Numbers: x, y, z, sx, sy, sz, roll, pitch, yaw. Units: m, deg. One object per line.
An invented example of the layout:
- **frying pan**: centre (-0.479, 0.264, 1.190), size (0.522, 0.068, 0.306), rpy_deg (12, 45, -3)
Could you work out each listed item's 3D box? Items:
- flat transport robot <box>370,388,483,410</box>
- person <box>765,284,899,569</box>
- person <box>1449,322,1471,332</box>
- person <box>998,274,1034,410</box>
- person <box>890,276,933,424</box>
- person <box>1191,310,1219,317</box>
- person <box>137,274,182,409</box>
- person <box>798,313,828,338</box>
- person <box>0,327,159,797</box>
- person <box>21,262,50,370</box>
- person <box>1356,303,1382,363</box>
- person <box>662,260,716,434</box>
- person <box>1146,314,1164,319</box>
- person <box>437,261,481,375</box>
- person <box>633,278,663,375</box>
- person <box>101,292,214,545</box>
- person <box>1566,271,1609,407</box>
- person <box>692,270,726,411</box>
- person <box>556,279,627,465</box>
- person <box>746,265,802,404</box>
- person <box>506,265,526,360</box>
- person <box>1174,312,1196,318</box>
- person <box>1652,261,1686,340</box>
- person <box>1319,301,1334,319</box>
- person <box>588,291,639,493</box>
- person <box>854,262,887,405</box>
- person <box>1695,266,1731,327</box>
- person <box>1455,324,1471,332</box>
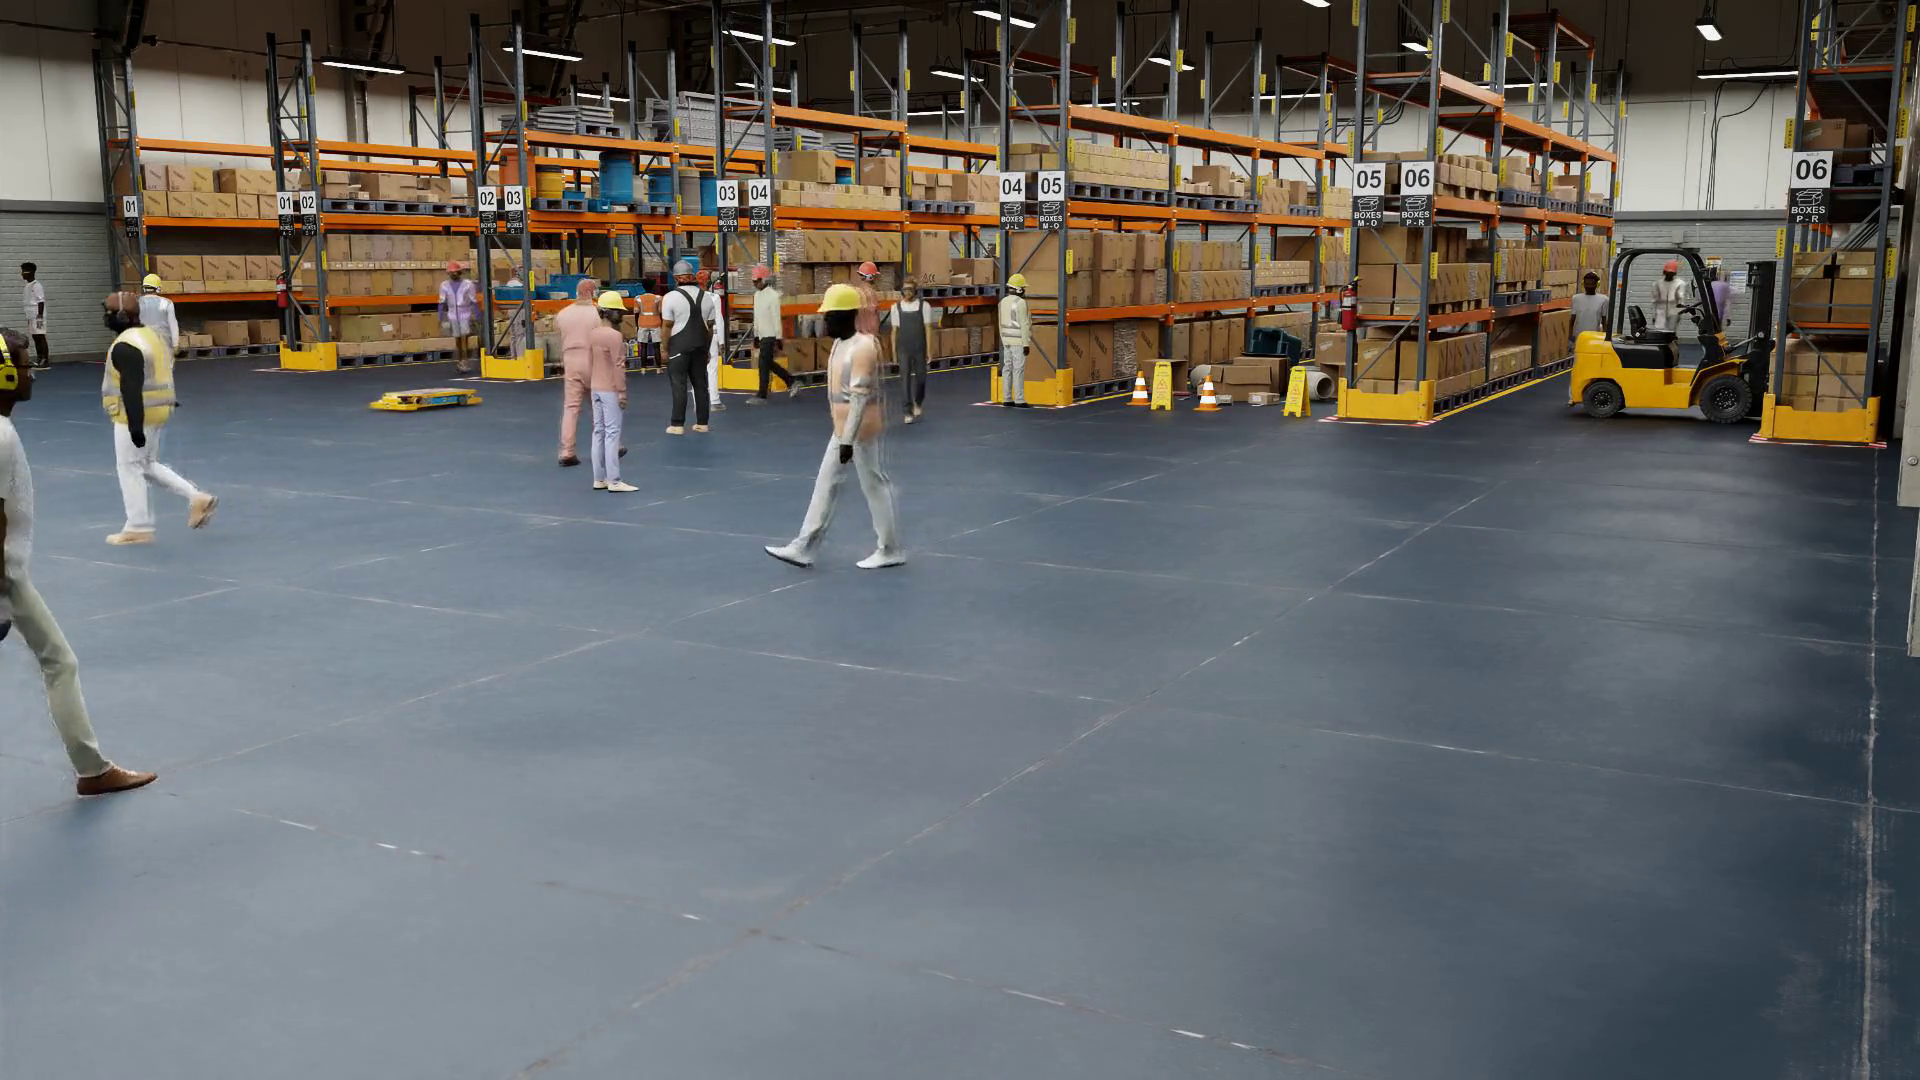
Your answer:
- **flat transport robot**: centre (-7.289, -1.941, 22.775), size (0.652, 0.197, 1.431), rpy_deg (5, 11, 28)
- **person**: centre (-0.811, -0.716, 10.875), size (0.944, 1.880, 0.617), rpy_deg (-4, 11, -24)
- **person**: centre (11.295, -5.255, 37.472), size (0.656, 1.890, 0.551), rpy_deg (-4, 10, -21)
- **person**: centre (0.769, -2.685, 22.562), size (0.403, 1.835, 0.587), rpy_deg (-6, 11, -32)
- **person**: centre (-0.606, -2.383, 20.807), size (0.526, 1.830, 0.715), rpy_deg (-1, 10, -3)
- **person**: centre (5.000, -4.656, 33.899), size (0.631, 1.899, 0.464), rpy_deg (7, 12, 34)
- **person**: centre (-10.897, -2.684, 22.562), size (0.600, 1.831, 0.404), rpy_deg (-1, 10, -8)
- **person**: centre (-2.576, -3.920, 29.533), size (0.626, 1.934, 0.358), rpy_deg (0, 10, 1)
- **person**: centre (-3.604, 0.130, 6.137), size (0.534, 1.826, 0.971), rpy_deg (9, 13, 43)
- **person**: centre (-16.931, -4.097, 30.439), size (0.373, 1.966, 0.607), rpy_deg (-9, 13, -43)
- **person**: centre (6.692, -3.561, 27.399), size (0.550, 1.933, 0.374), rpy_deg (6, 11, 30)
- **person**: centre (-3.234, -2.268, 19.520), size (0.681, 2.000, 0.535), rpy_deg (-9, 13, -43)
- **person**: centre (4.035, -4.579, 34.220), size (0.540, 1.627, 0.433), rpy_deg (6, 11, 31)
- **person**: centre (-8.811, -3.889, 29.173), size (0.658, 1.982, 1.039), rpy_deg (0, 10, 0)
- **person**: centre (-5.426, -3.729, 29.076), size (0.540, 1.696, 0.316), rpy_deg (-2, 10, -9)
- **person**: centre (-5.847, -0.875, 12.002), size (0.624, 1.822, 0.629), rpy_deg (-2, 10, -10)
- **person**: centre (8.610, -2.743, 22.822), size (0.520, 1.865, 0.328), rpy_deg (4, 10, 20)
- **person**: centre (-3.417, -2.666, 22.311), size (0.572, 1.883, 0.356), rpy_deg (3, 10, 19)
- **person**: centre (-3.740, -1.688, 16.699), size (0.633, 1.849, 1.042), rpy_deg (2, 10, 12)
- **person**: centre (-2.637, -2.899, 23.487), size (0.846, 1.960, 0.647), rpy_deg (-6, 11, -31)
- **person**: centre (-8.109, -4.098, 30.622), size (0.409, 1.909, 0.641), rpy_deg (-7, 12, -34)
- **person**: centre (4.208, -4.311, 31.838), size (0.561, 1.911, 0.644), rpy_deg (5, 11, 28)
- **person**: centre (13.544, -4.331, 31.824), size (0.603, 1.985, 1.055), rpy_deg (5, 11, 28)
- **person**: centre (8.749, -5.634, 39.605), size (0.507, 1.914, 0.539), rpy_deg (5, 11, 27)
- **person**: centre (-3.084, -1.302, 14.676), size (0.329, 1.765, 0.526), rpy_deg (-8, 12, -39)
- **person**: centre (-1.289, -2.888, 23.281), size (0.377, 1.995, 0.608), rpy_deg (-6, 11, -31)
- **person**: centre (14.382, -4.293, 31.856), size (0.634, 1.873, 0.871), rpy_deg (2, 10, 11)
- **person**: centre (11.223, -5.027, 36.916), size (0.604, 1.610, 0.561), rpy_deg (1, 10, 4)
